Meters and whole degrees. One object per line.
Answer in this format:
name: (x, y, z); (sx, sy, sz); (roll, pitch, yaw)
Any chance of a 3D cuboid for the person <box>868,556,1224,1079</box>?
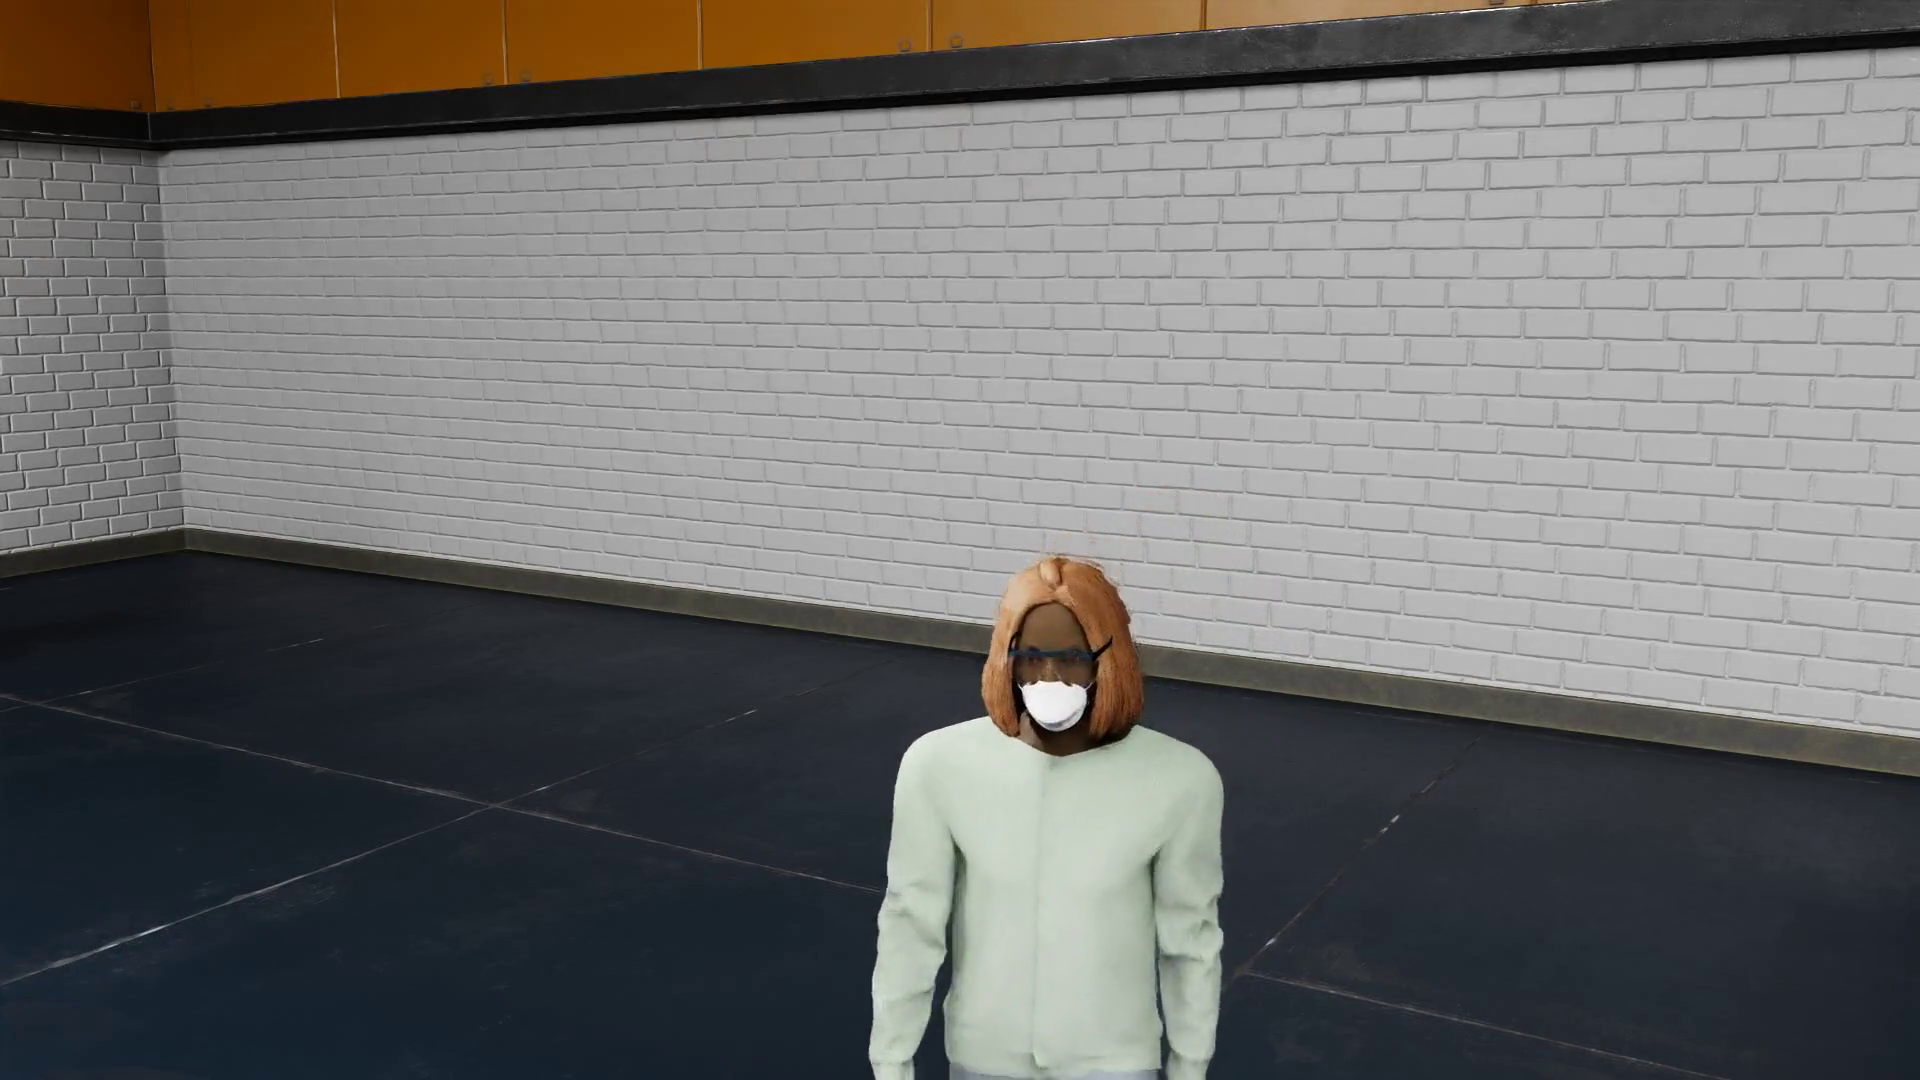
person: (0.122, 0.833, 2.481); (0.515, 1.610, 0.705); (2, 9, 12)
